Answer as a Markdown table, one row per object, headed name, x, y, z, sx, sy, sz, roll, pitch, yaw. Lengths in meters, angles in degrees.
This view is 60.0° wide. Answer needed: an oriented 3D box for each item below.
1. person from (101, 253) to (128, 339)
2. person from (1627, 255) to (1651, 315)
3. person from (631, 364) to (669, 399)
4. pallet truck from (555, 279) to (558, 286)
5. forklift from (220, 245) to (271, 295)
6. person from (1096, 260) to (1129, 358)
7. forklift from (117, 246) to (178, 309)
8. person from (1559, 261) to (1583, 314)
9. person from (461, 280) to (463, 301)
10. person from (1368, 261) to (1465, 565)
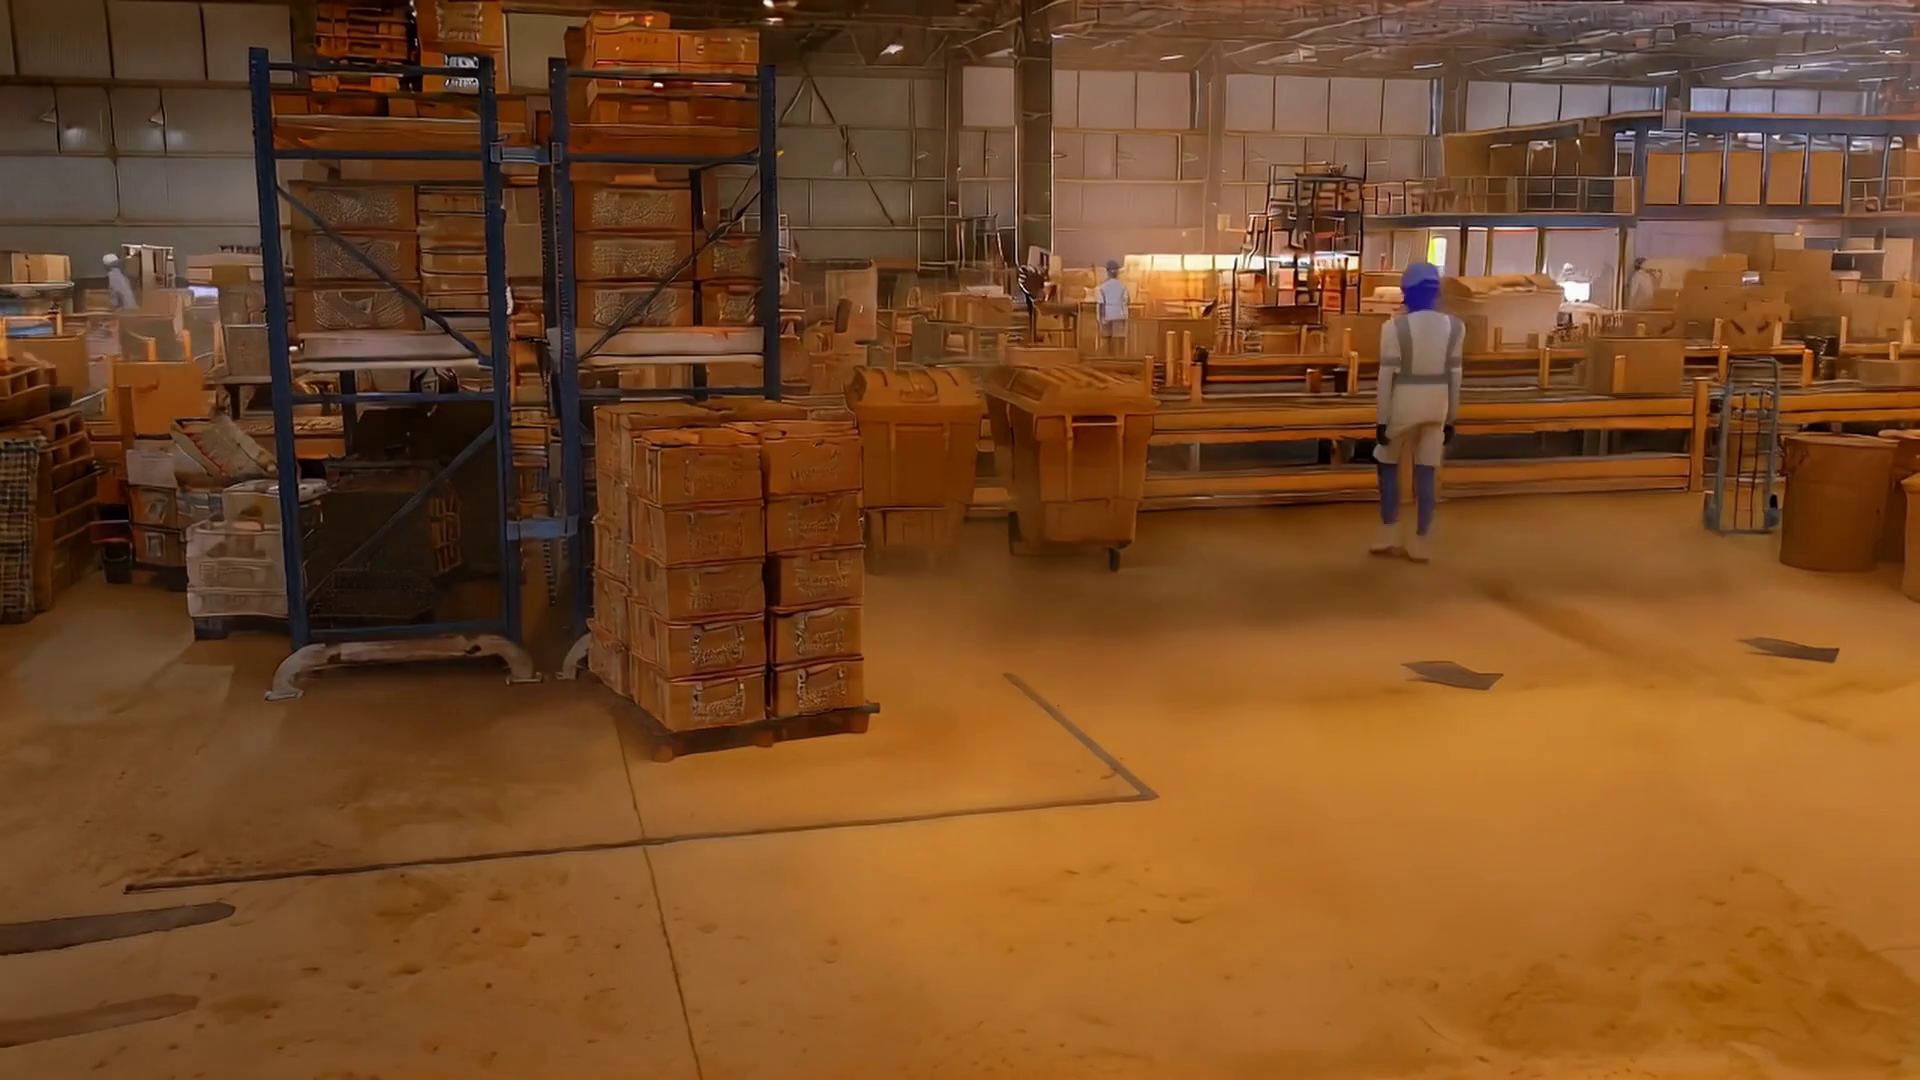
| name | x | y | z | sx | sy | sz | roll | pitch | yaw |
| --- | --- | --- | --- | --- | --- | --- | --- | --- | --- |
| person | -16.858 | -4.710 | 33.163 | 1.064 | 1.980 | 0.633 | -5 | 11 | -26 |
| person | 13.041 | -4.465 | 31.846 | 0.637 | 1.960 | 0.791 | -9 | 14 | -42 |
| person | -3.933 | -2.538 | 21.149 | 0.666 | 1.875 | 0.789 | -10 | 14 | -44 |
| pallet truck | -10.604 | -6.375 | 44.520 | 0.653 | 1.274 | 1.630 | -3 | 10 | -15 |
| forklift | -17.749 | -6.334 | 41.440 | 1.157 | 1.987 | 2.680 | -3 | 10 | -17 |
| person | 2.510 | -3.668 | 27.506 | 0.538 | 1.905 | 0.861 | 2 | 10 | 11 |
| forklift | -19.966 | -6.232 | 40.894 | 1.157 | 1.987 | 2.680 | -3 | 10 | -15 |
| person | 12.491 | -4.809 | 34.178 | 0.621 | 1.818 | 0.428 | -5 | 11 | -26 |
| person | -11.607 | -5.542 | 38.634 | 0.529 | 1.713 | 0.914 | 10 | 14 | 44 |
| person | 3.055 | -0.860 | 11.253 | 0.620 | 2.019 | 0.666 | -2 | 10 | -9 |
